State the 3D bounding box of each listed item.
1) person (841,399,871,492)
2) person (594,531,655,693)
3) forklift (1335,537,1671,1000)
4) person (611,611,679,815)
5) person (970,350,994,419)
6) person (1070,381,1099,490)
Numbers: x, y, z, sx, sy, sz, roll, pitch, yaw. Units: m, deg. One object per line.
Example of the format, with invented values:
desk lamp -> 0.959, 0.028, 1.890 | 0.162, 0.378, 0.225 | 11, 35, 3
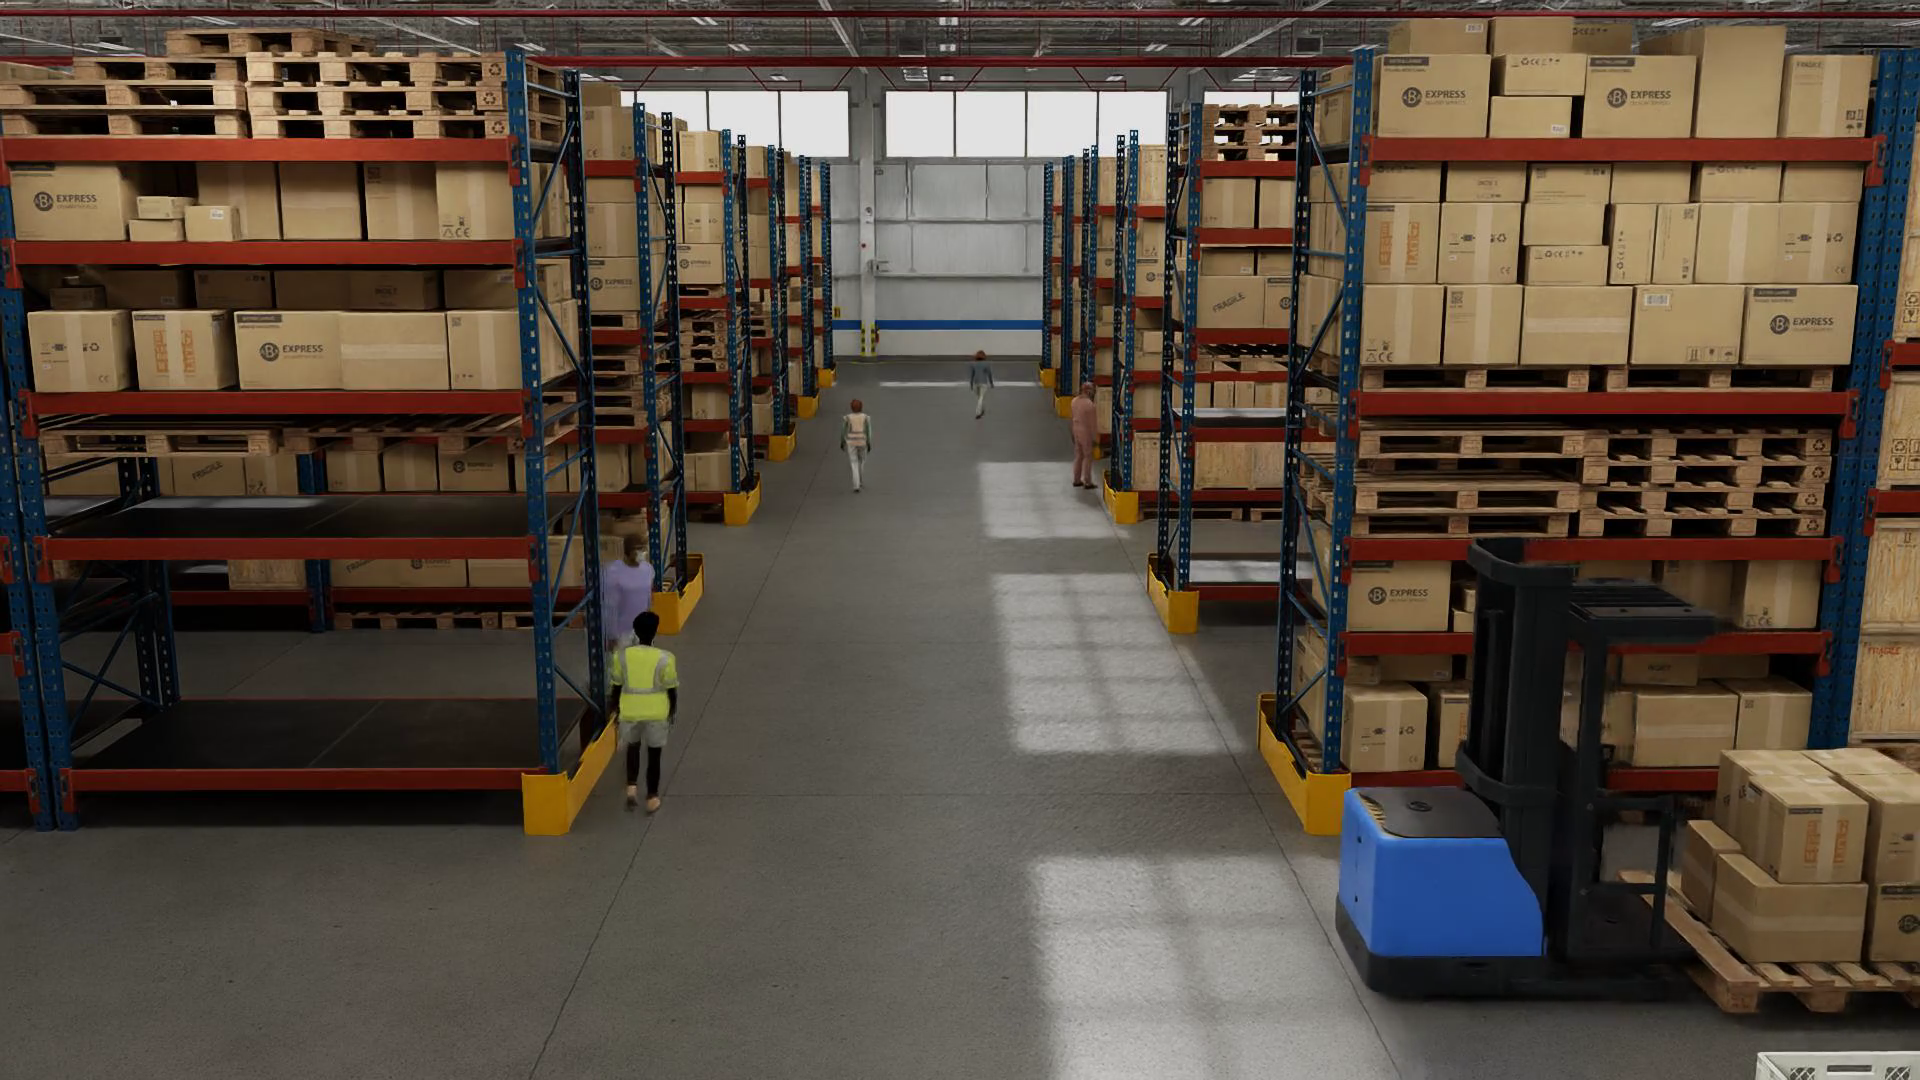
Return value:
person -> -1.808, -1.659, 29.115 | 0.519, 1.601, 0.852 | -2, 12, -12
person -> -3.213, 0.843, 15.943 | 0.720, 1.916, 0.645 | 10, 15, 40
forklift -> 3.498, 1.419, 10.668 | 1.873, 2.768, 1.129 | 0, 11, -1
person -> -2.579, 1.416, 13.650 | 0.561, 1.677, 0.378 | 0, 11, 1
person -> 0.510, -3.645, 38.987 | 0.504, 1.587, 0.867 | 5, 13, 25
person -> 2.211, -1.843, 29.264 | 0.403, 1.904, 0.652 | -7, 13, -29
